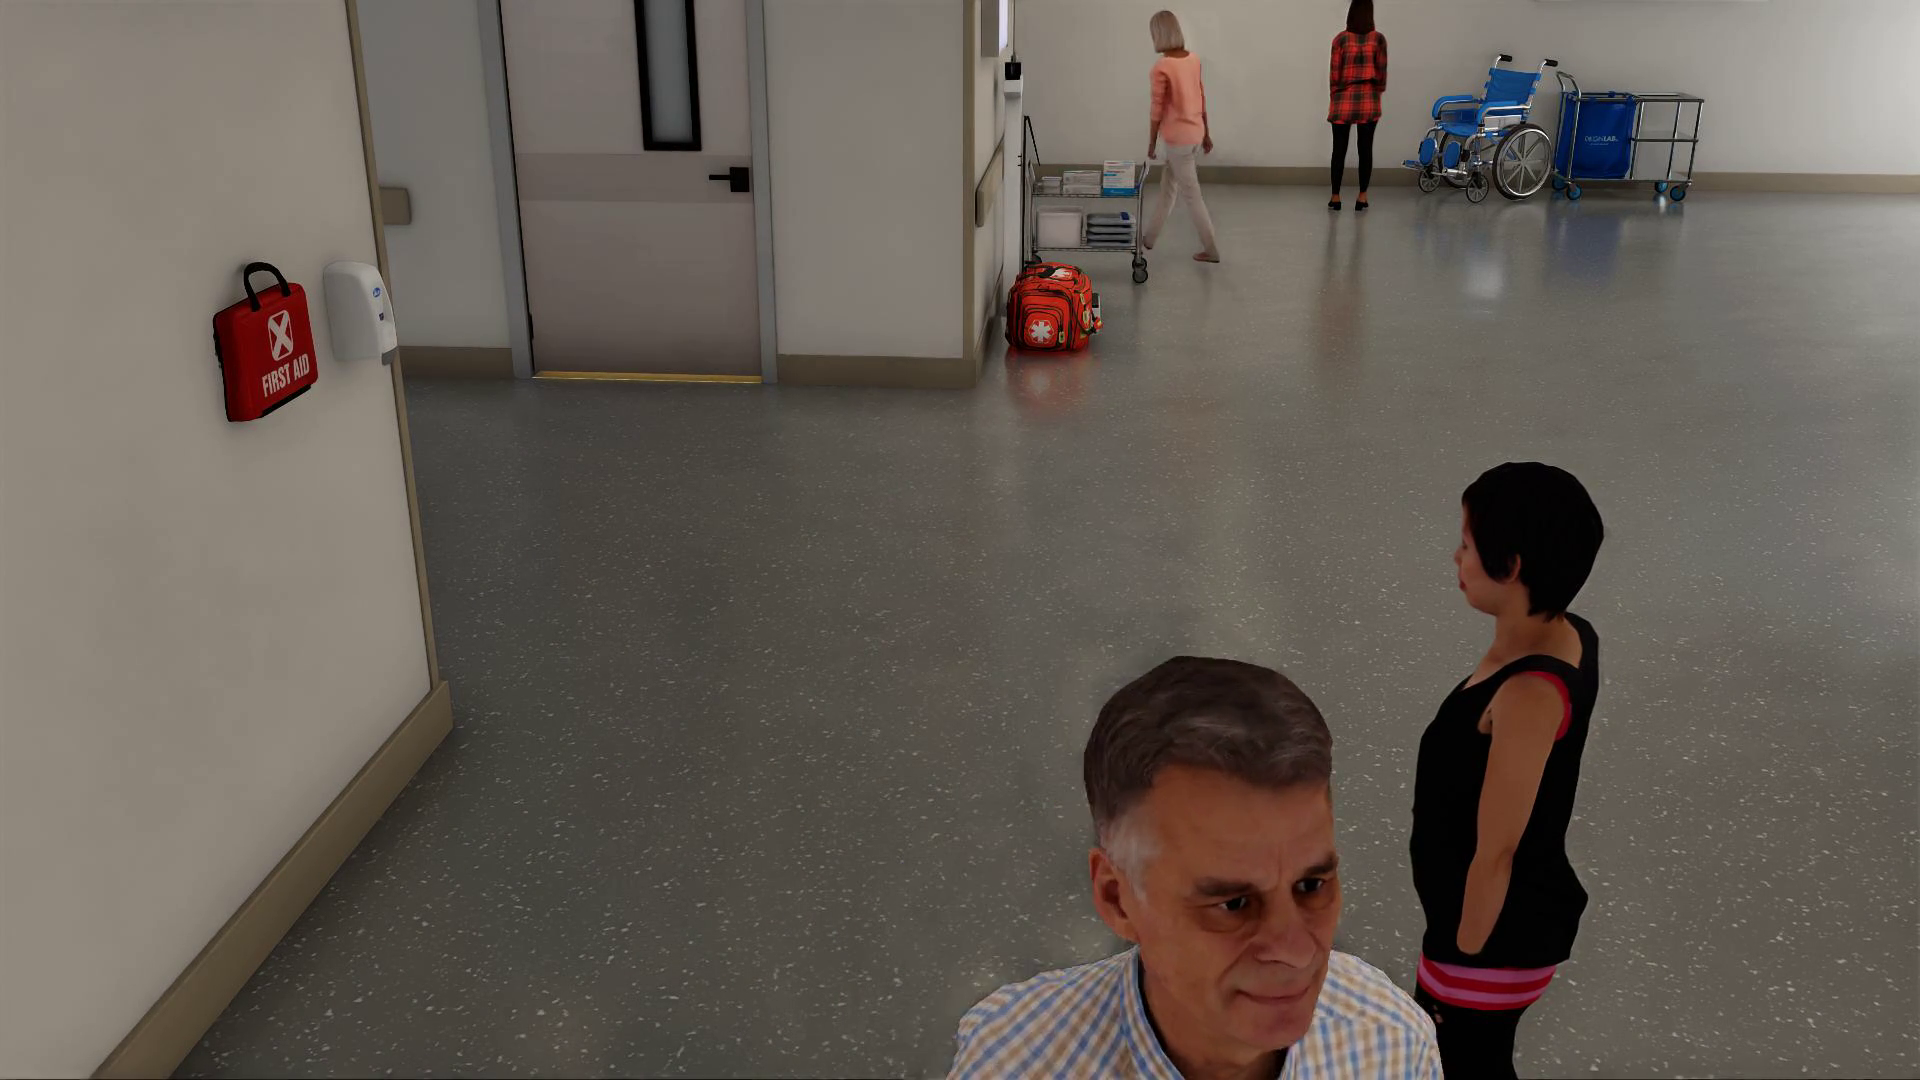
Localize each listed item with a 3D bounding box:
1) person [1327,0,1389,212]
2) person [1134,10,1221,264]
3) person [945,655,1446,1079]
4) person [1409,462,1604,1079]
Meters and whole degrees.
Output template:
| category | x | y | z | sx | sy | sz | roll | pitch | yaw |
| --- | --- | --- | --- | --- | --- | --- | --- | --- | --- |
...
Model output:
| category | x | y | z | sx | sy | sz | roll | pitch | yaw |
| --- | --- | --- | --- | --- | --- | --- | --- | --- | --- |
| person | 3.223 | -3.558 | 13.559 | 0.632 | 1.704 | 0.580 | 4 | 21 | 11 |
| person | 1.576 | -2.699 | 11.354 | 1.110 | 1.659 | 1.105 | -18 | 27 | -40 |
| person | 0.184 | 0.910 | 1.620 | 0.851 | 1.804 | 1.062 | -5 | 21 | -13 |
| person | 0.891 | 0.617 | 2.754 | 0.672 | 1.549 | 0.557 | 9 | 23 | 23 |
